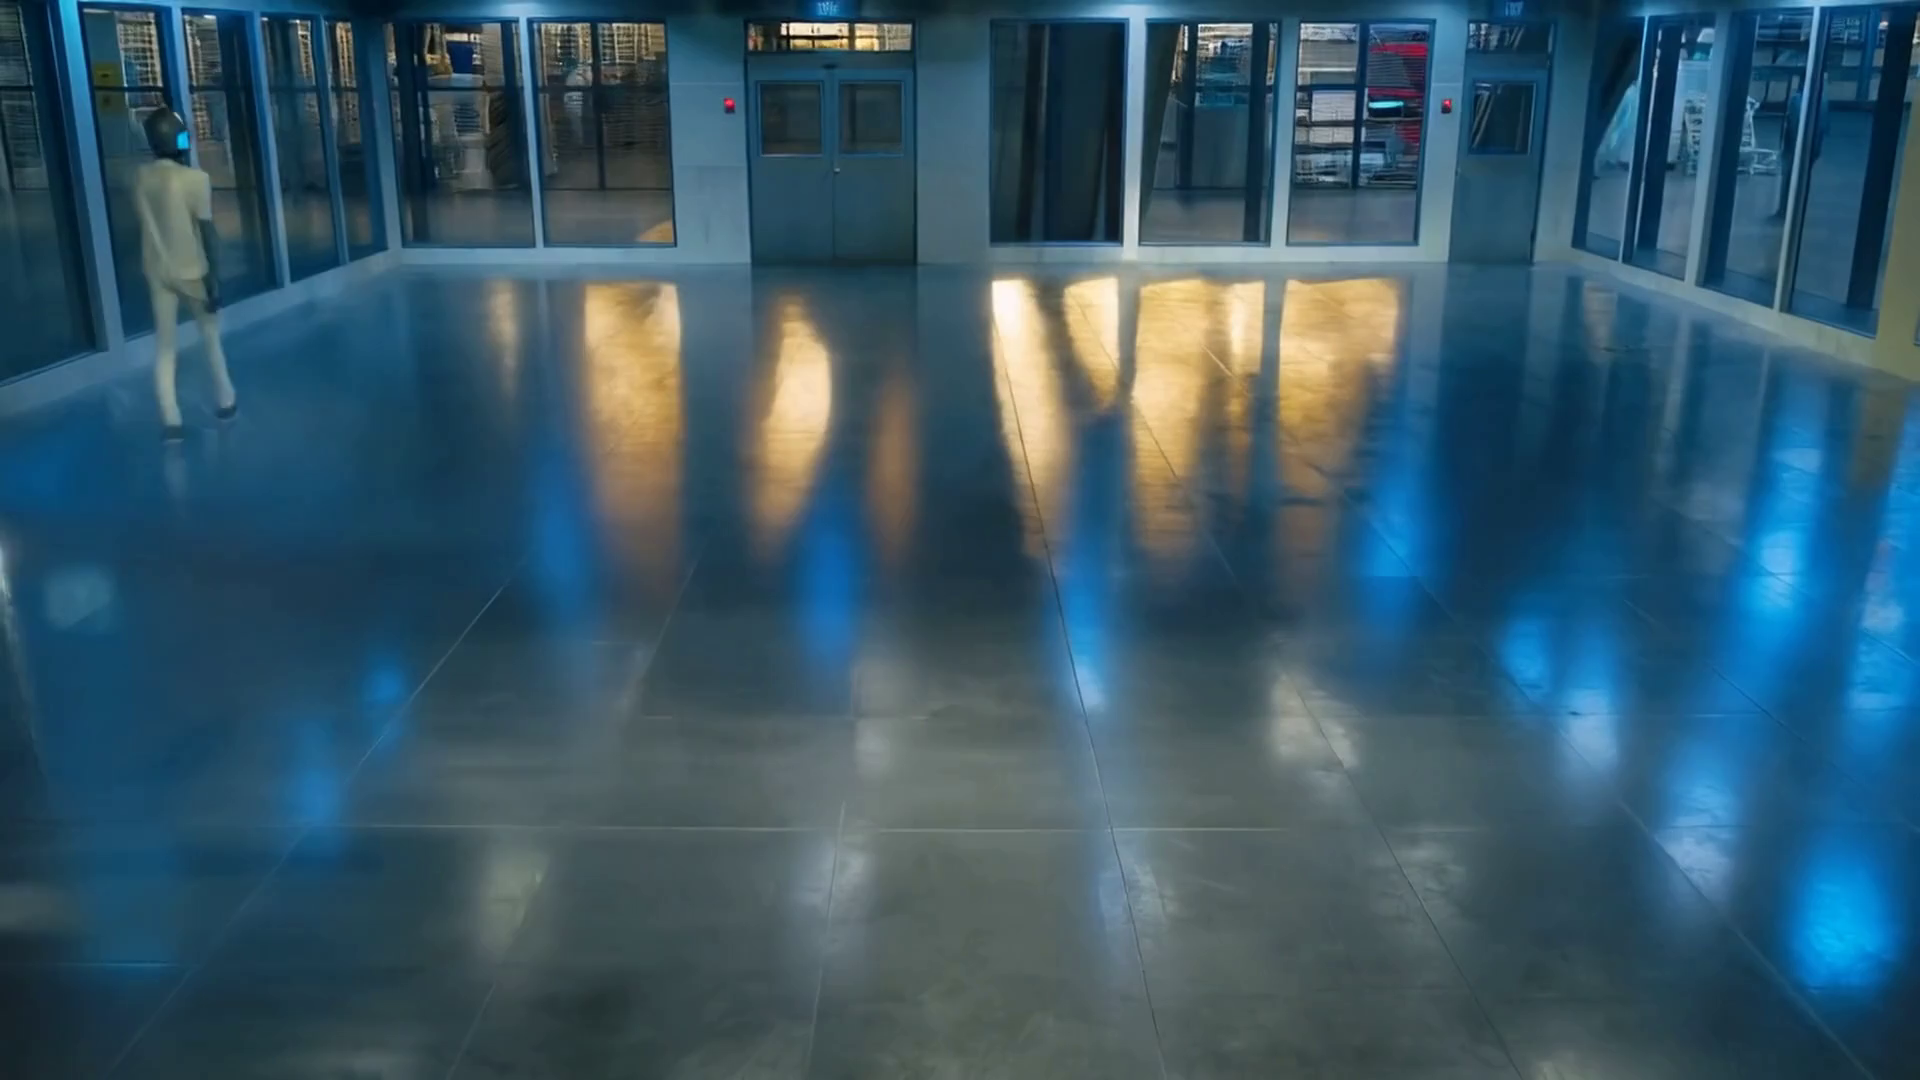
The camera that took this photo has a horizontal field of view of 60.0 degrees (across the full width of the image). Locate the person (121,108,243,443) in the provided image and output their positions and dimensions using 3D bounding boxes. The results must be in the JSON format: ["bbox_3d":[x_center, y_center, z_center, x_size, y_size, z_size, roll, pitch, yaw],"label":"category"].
[{"bbox_3d":[-4.387,-1.490,9.345,0.503,1.821,0.966,-2,17,-8],"label":"person"}]
